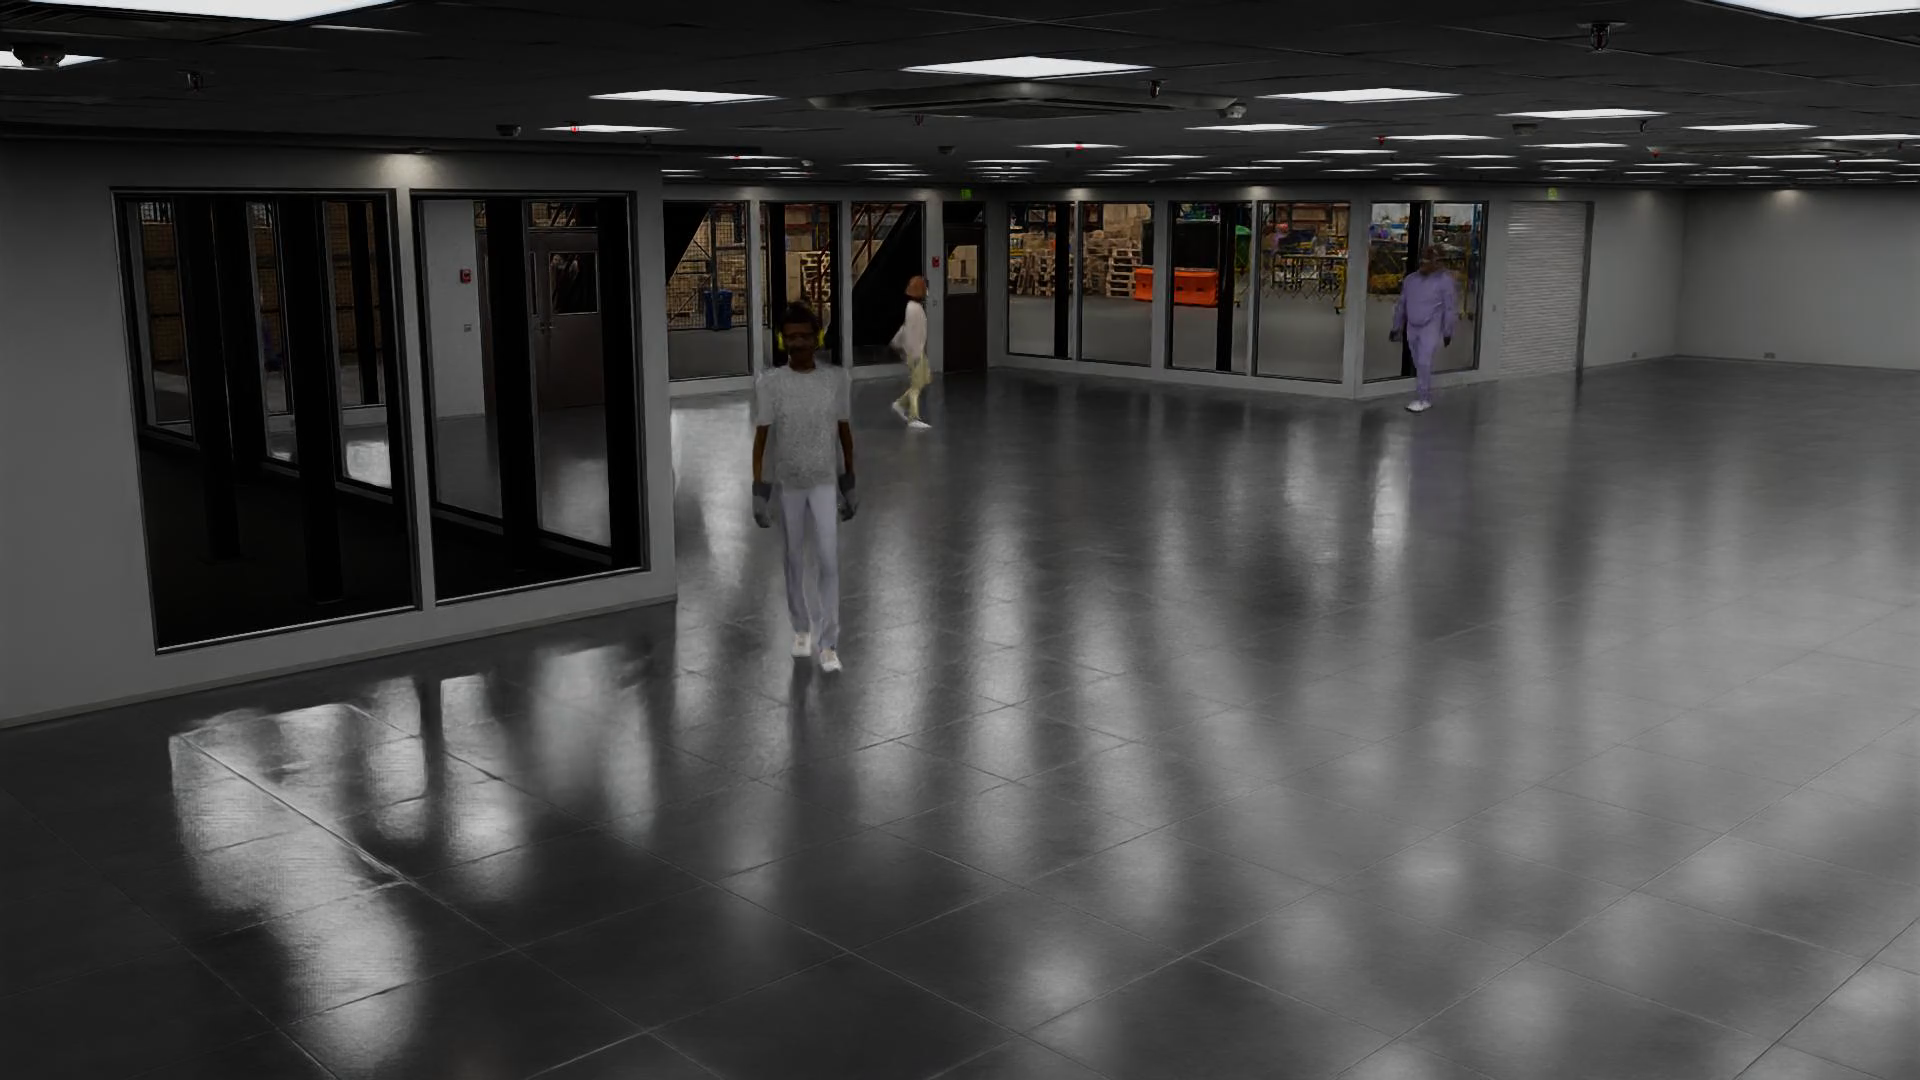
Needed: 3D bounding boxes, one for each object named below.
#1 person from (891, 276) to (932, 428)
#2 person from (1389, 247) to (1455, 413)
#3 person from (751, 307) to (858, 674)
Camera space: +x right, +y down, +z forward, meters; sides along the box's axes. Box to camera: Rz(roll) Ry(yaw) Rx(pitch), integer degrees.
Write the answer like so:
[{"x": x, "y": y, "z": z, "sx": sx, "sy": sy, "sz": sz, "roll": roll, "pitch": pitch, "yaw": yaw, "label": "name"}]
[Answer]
[{"x": -0.487, "y": -1.990, "z": 17.668, "sx": 0.404, "sy": 1.623, "sz": 0.506, "roll": 2, "pitch": 11, "yaw": 9, "label": "person"}, {"x": 5.242, "y": -2.401, "z": 19.079, "sx": 0.868, "sy": 1.875, "sz": 0.651, "roll": -9, "pitch": 14, "yaw": -38, "label": "person"}, {"x": -0.780, "y": -0.245, "z": 8.382, "sx": 0.543, "sy": 1.830, "sz": 0.884, "roll": -1, "pitch": 11, "yaw": -6, "label": "person"}]
